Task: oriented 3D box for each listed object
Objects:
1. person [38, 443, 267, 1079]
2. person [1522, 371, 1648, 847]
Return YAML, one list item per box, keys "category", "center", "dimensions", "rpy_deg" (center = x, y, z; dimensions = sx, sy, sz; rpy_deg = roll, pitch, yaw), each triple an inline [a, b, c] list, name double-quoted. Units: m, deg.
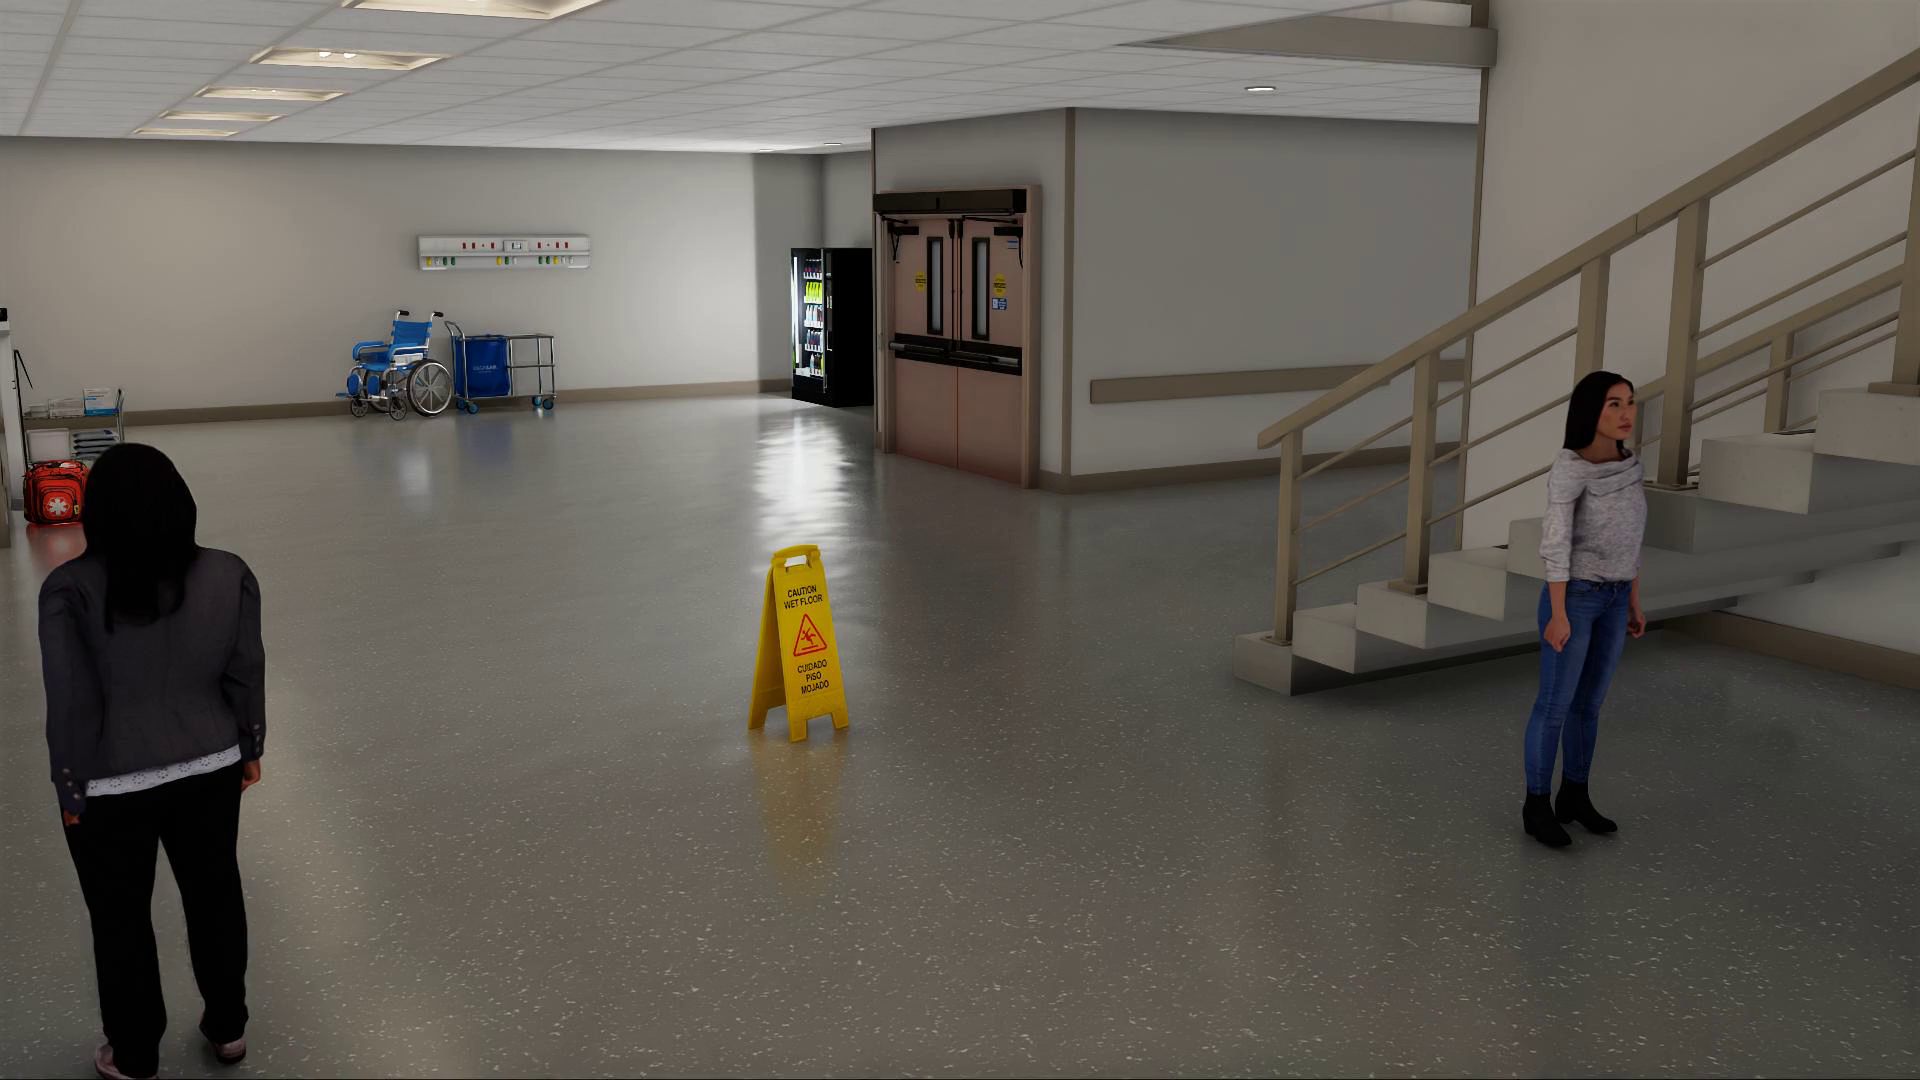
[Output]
- category: "person"
  center: [-1.983, 0.555, 4.093]
  dimensions: [0.747, 1.597, 0.745]
  rpy_deg: [10, 15, 43]
- category: "person"
  center: [2.141, 0.227, 5.722]
  dimensions: [0.600, 1.633, 0.501]
  rpy_deg: [-6, 13, -31]
